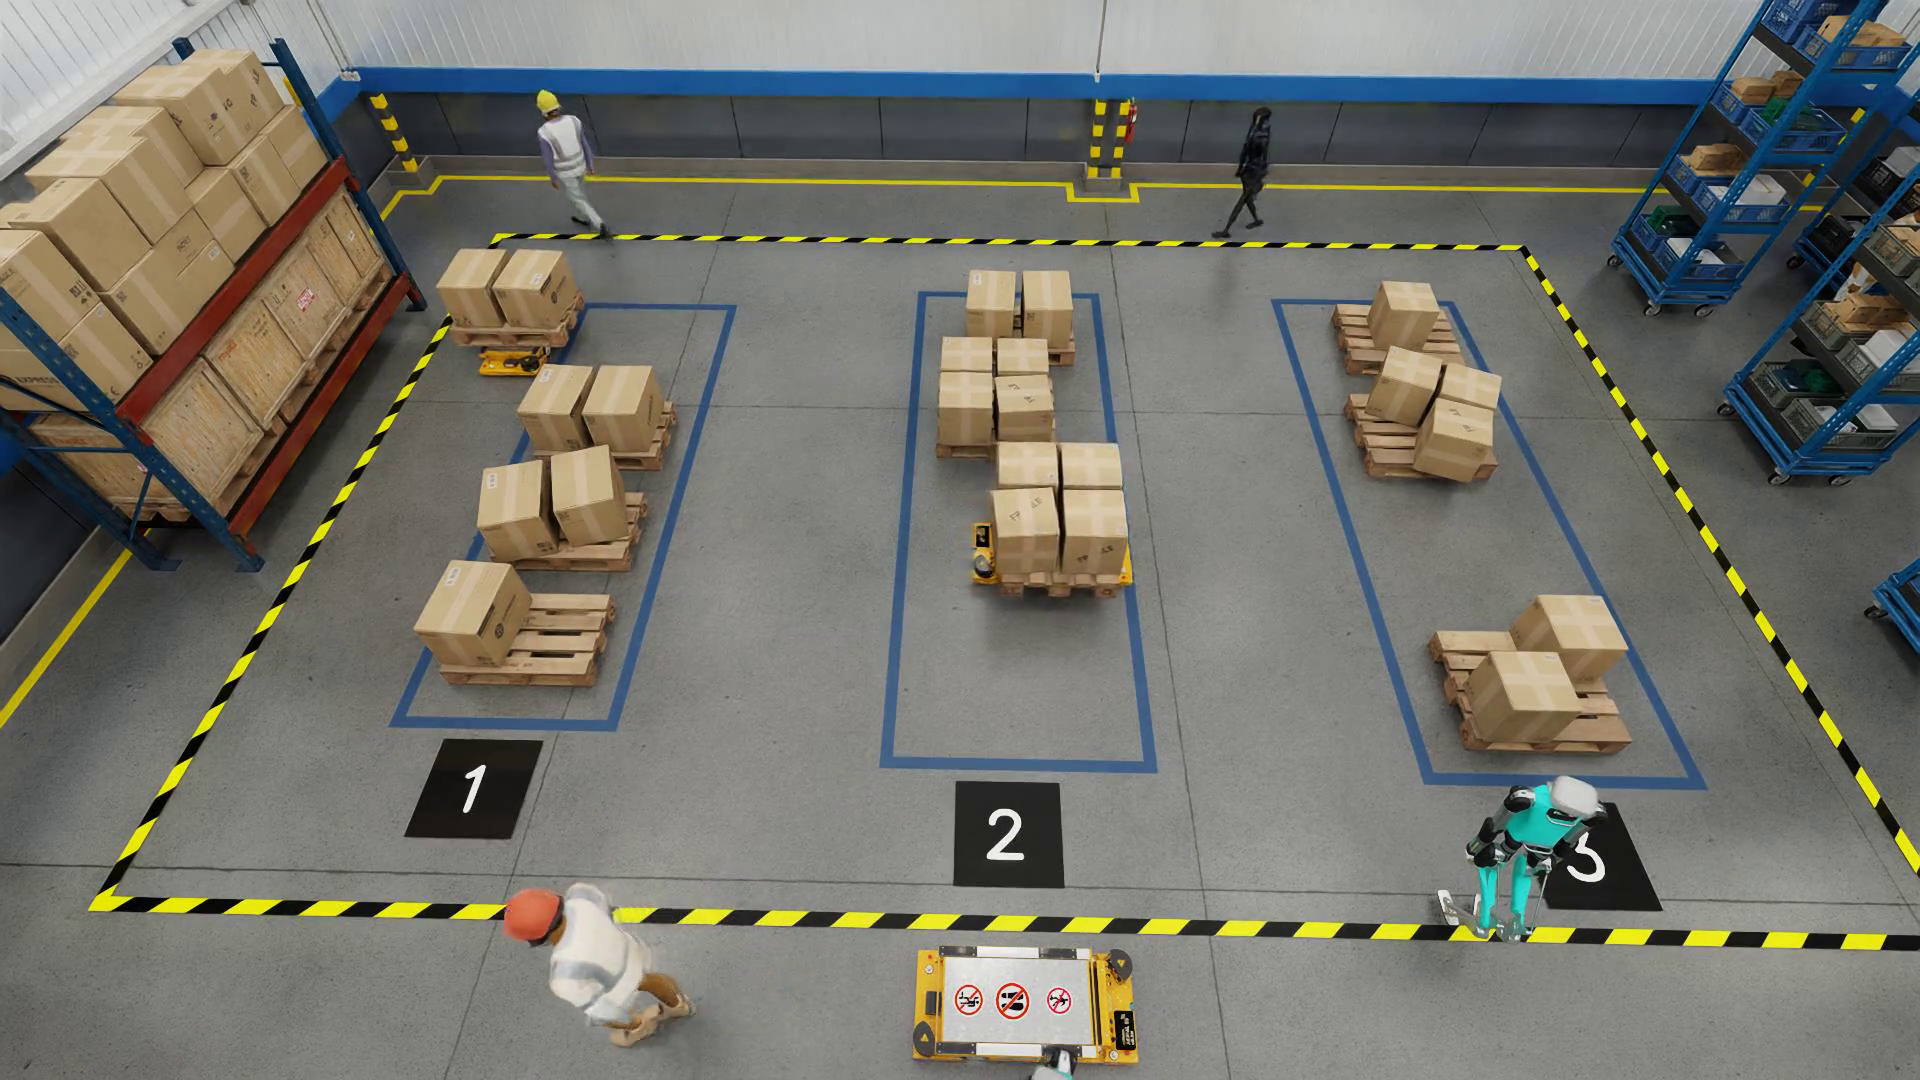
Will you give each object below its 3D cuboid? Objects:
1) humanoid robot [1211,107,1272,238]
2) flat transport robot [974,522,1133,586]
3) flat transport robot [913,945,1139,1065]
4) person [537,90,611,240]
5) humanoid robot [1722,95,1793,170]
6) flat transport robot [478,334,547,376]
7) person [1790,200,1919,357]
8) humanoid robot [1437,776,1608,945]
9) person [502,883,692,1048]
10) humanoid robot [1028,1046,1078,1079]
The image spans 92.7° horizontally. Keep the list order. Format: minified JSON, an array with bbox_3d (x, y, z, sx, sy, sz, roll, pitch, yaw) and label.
[{"bbox_3d":[3.600,-4.516,11.287,0.767,1.627,0.613,-9,51,-7],"label":"humanoid robot"},{"bbox_3d":[0.846,0.093,8.392,1.431,0.197,0.652,1,51,1],"label":"flat transport robot"},{"bbox_3d":[0.422,3.041,6.007,1.431,0.231,0.659,1,51,1],"label":"flat transport robot"},{"bbox_3d":[-4.739,-4.555,11.205,0.780,1.806,0.595,27,56,20],"label":"person"},{"bbox_3d":[9.984,-4.981,11.646,0.611,1.638,0.434,24,55,18],"label":"humanoid robot"},{"bbox_3d":[-4.926,-2.408,10.431,0.652,0.197,1.431,1,51,1],"label":"flat transport robot"},{"bbox_3d":[9.681,-2.827,9.714,0.550,1.937,0.354,-25,55,-19],"label":"person"},{"bbox_3d":[3.481,2.128,5.717,0.533,1.677,0.735,10,51,8],"label":"humanoid robot"},{"bbox_3d":[-2.070,2.492,5.334,0.667,2.000,0.632,-3,51,-2],"label":"person"},{"bbox_3d":[0.251,3.135,5.007,0.657,1.833,0.539,14,52,11],"label":"humanoid robot"}]
